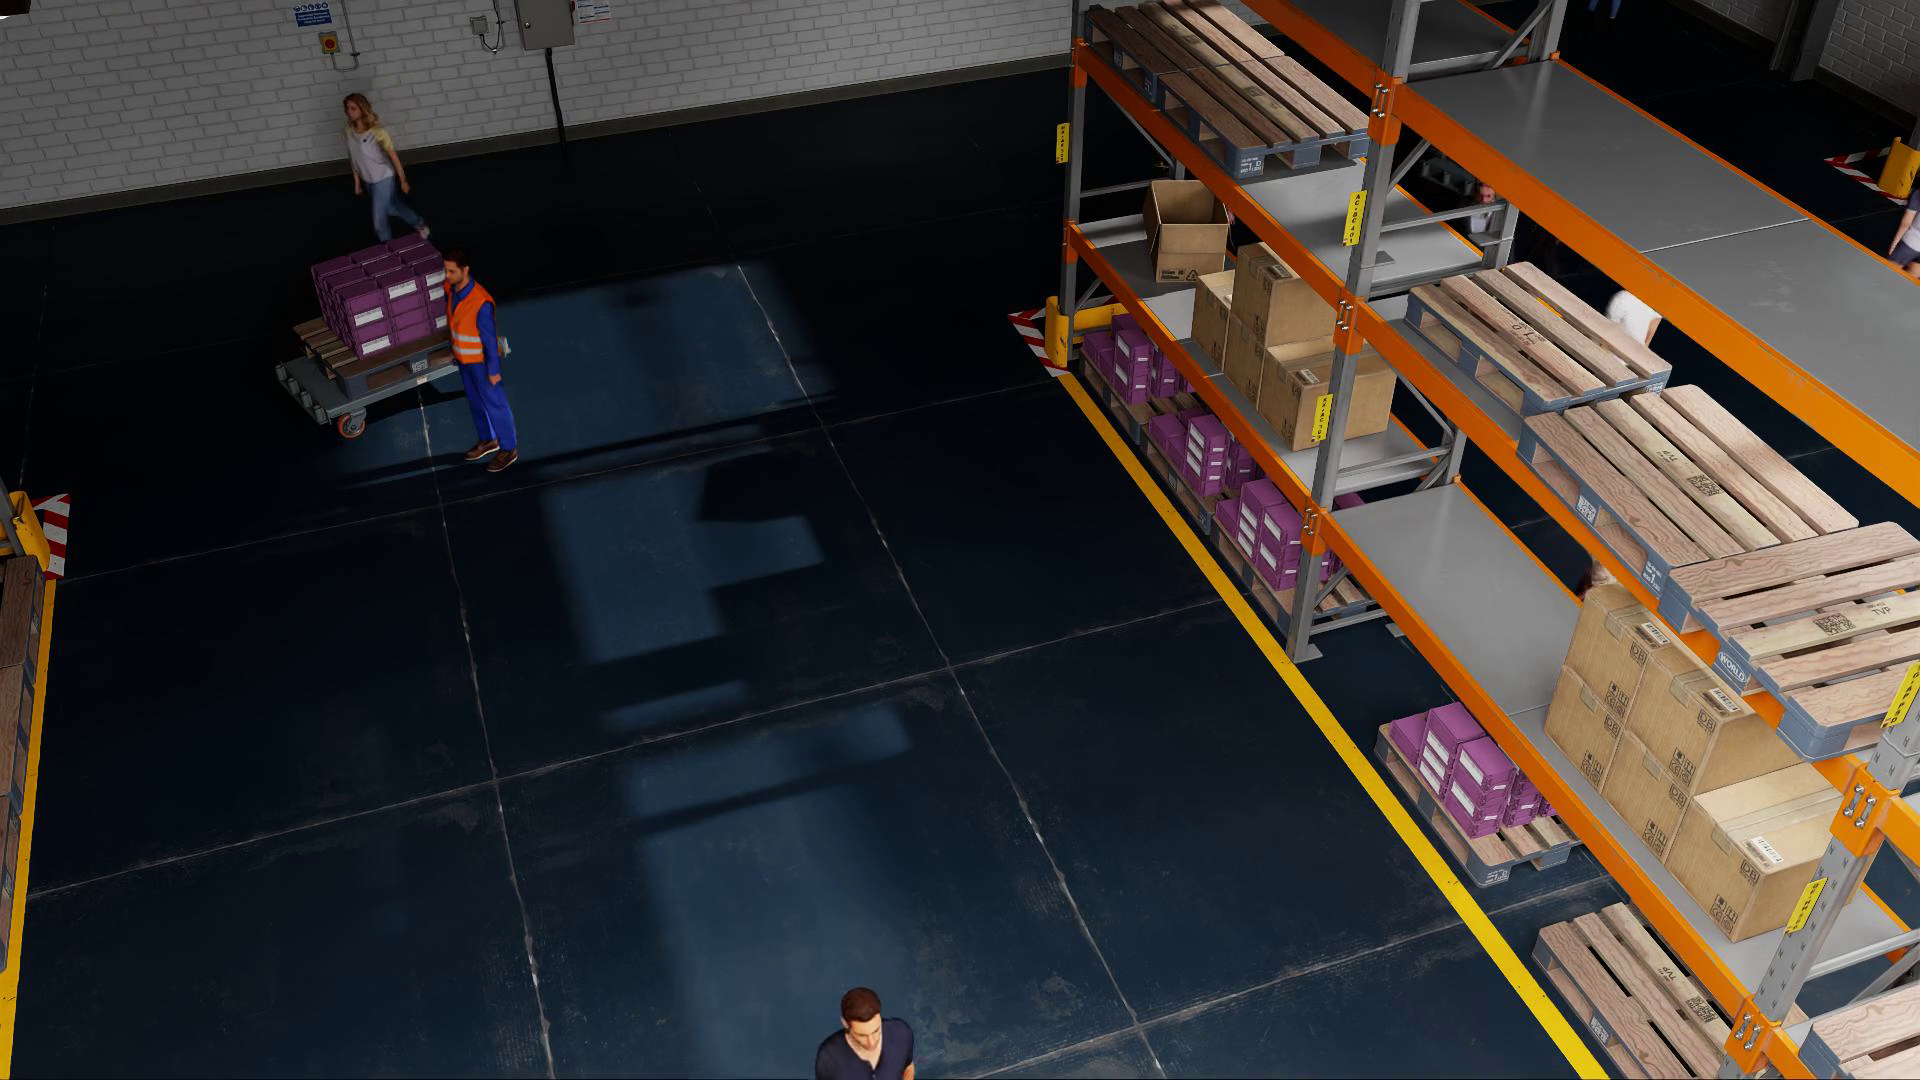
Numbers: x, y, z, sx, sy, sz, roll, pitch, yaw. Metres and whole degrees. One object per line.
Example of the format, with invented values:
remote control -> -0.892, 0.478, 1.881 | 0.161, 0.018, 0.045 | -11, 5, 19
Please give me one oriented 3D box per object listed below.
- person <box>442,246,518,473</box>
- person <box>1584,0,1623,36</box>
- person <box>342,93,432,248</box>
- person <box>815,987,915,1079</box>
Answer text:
person -> -3.586, -1.376, 12.428 | 0.743, 1.863, 0.853 | 27, 46, 30
person -> 7.629, -6.736, 19.278 | 0.729, 1.691, 0.621 | -30, 47, -32
person -> -5.145, -3.230, 14.896 | 1.109, 1.680, 1.193 | 15, 41, 18
person -> -0.452, 2.563, 7.515 | 0.641, 1.839, 0.631 | -11, 40, -14
